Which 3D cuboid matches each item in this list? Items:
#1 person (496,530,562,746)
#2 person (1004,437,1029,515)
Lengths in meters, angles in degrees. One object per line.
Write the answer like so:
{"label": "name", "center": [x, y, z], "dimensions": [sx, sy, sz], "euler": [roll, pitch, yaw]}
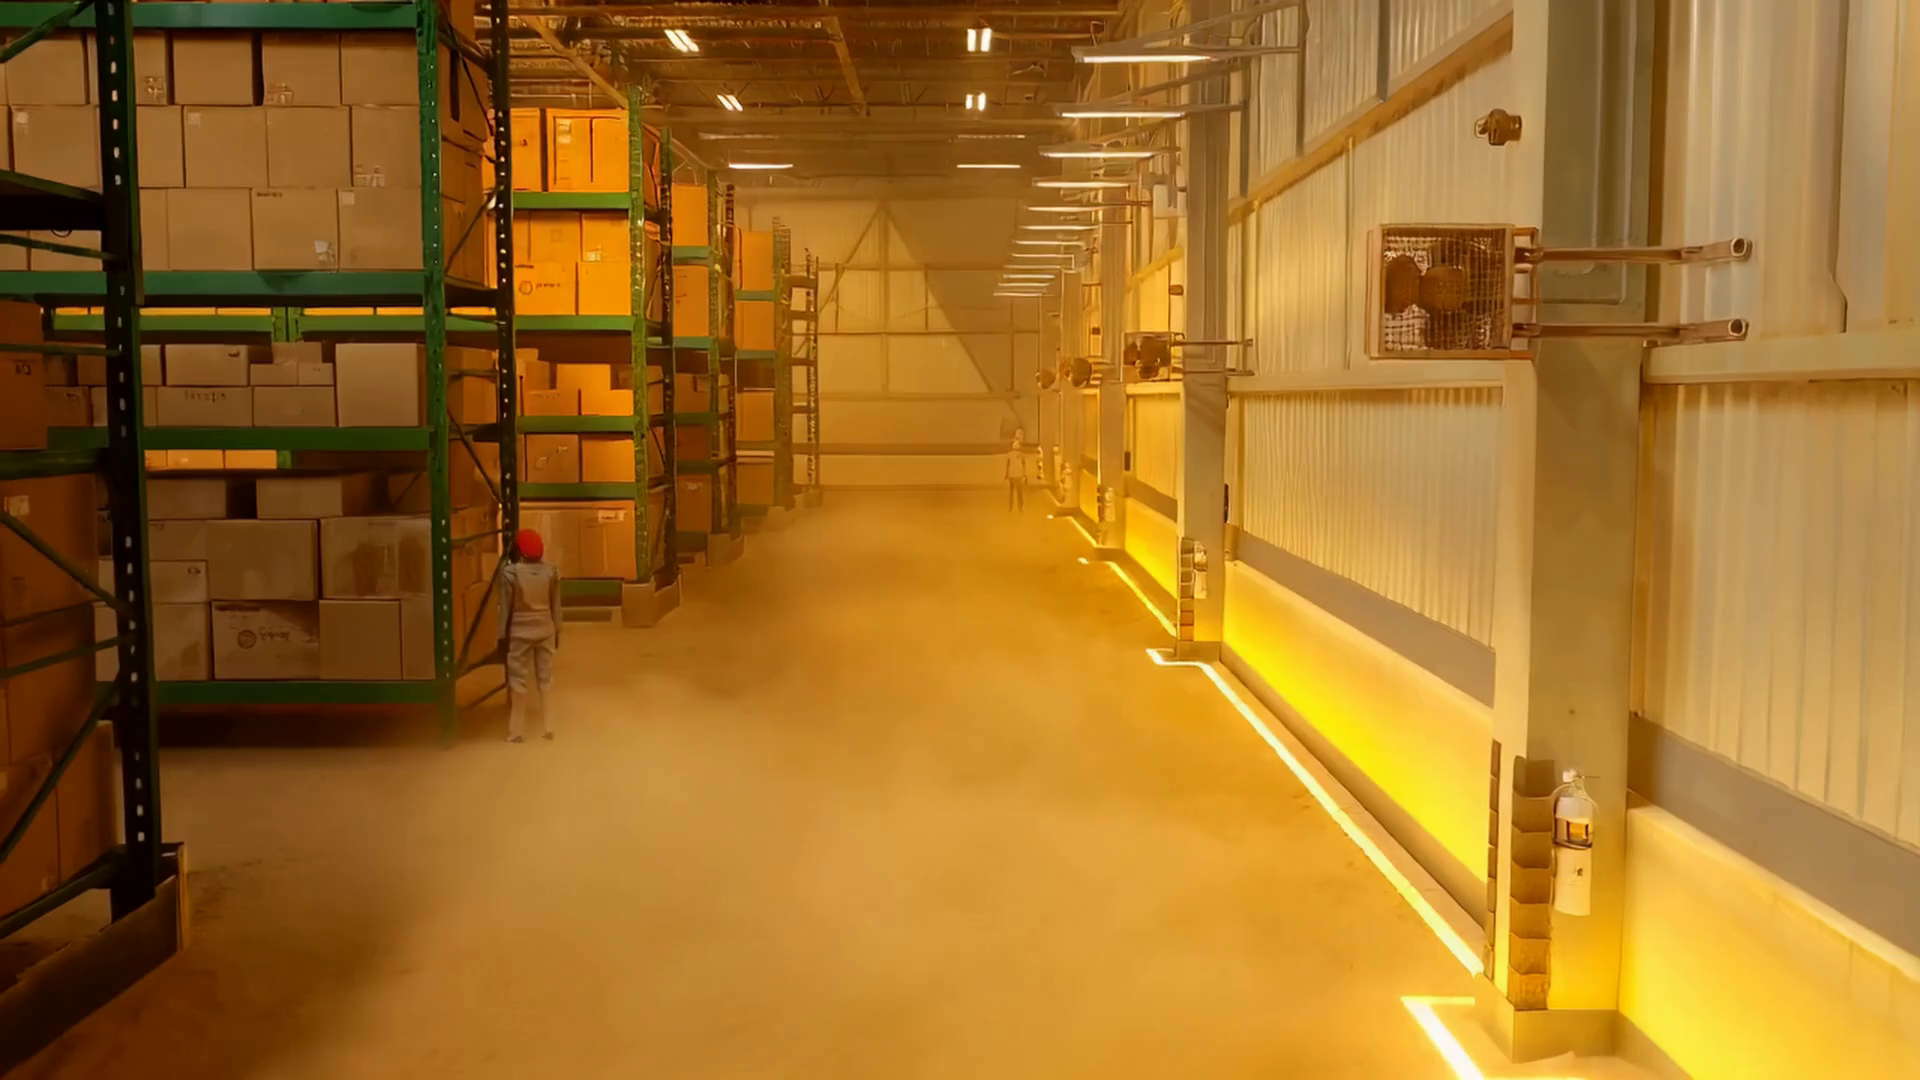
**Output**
{"label": "person", "center": [-3.239, 0.735, 12.556], "dimensions": [0.522, 1.631, 0.314], "euler": [-4, 6, -41]}
{"label": "person", "center": [1.250, -1.418, 36.911], "dimensions": [0.562, 1.753, 0.322], "euler": [0, 5, 1]}
